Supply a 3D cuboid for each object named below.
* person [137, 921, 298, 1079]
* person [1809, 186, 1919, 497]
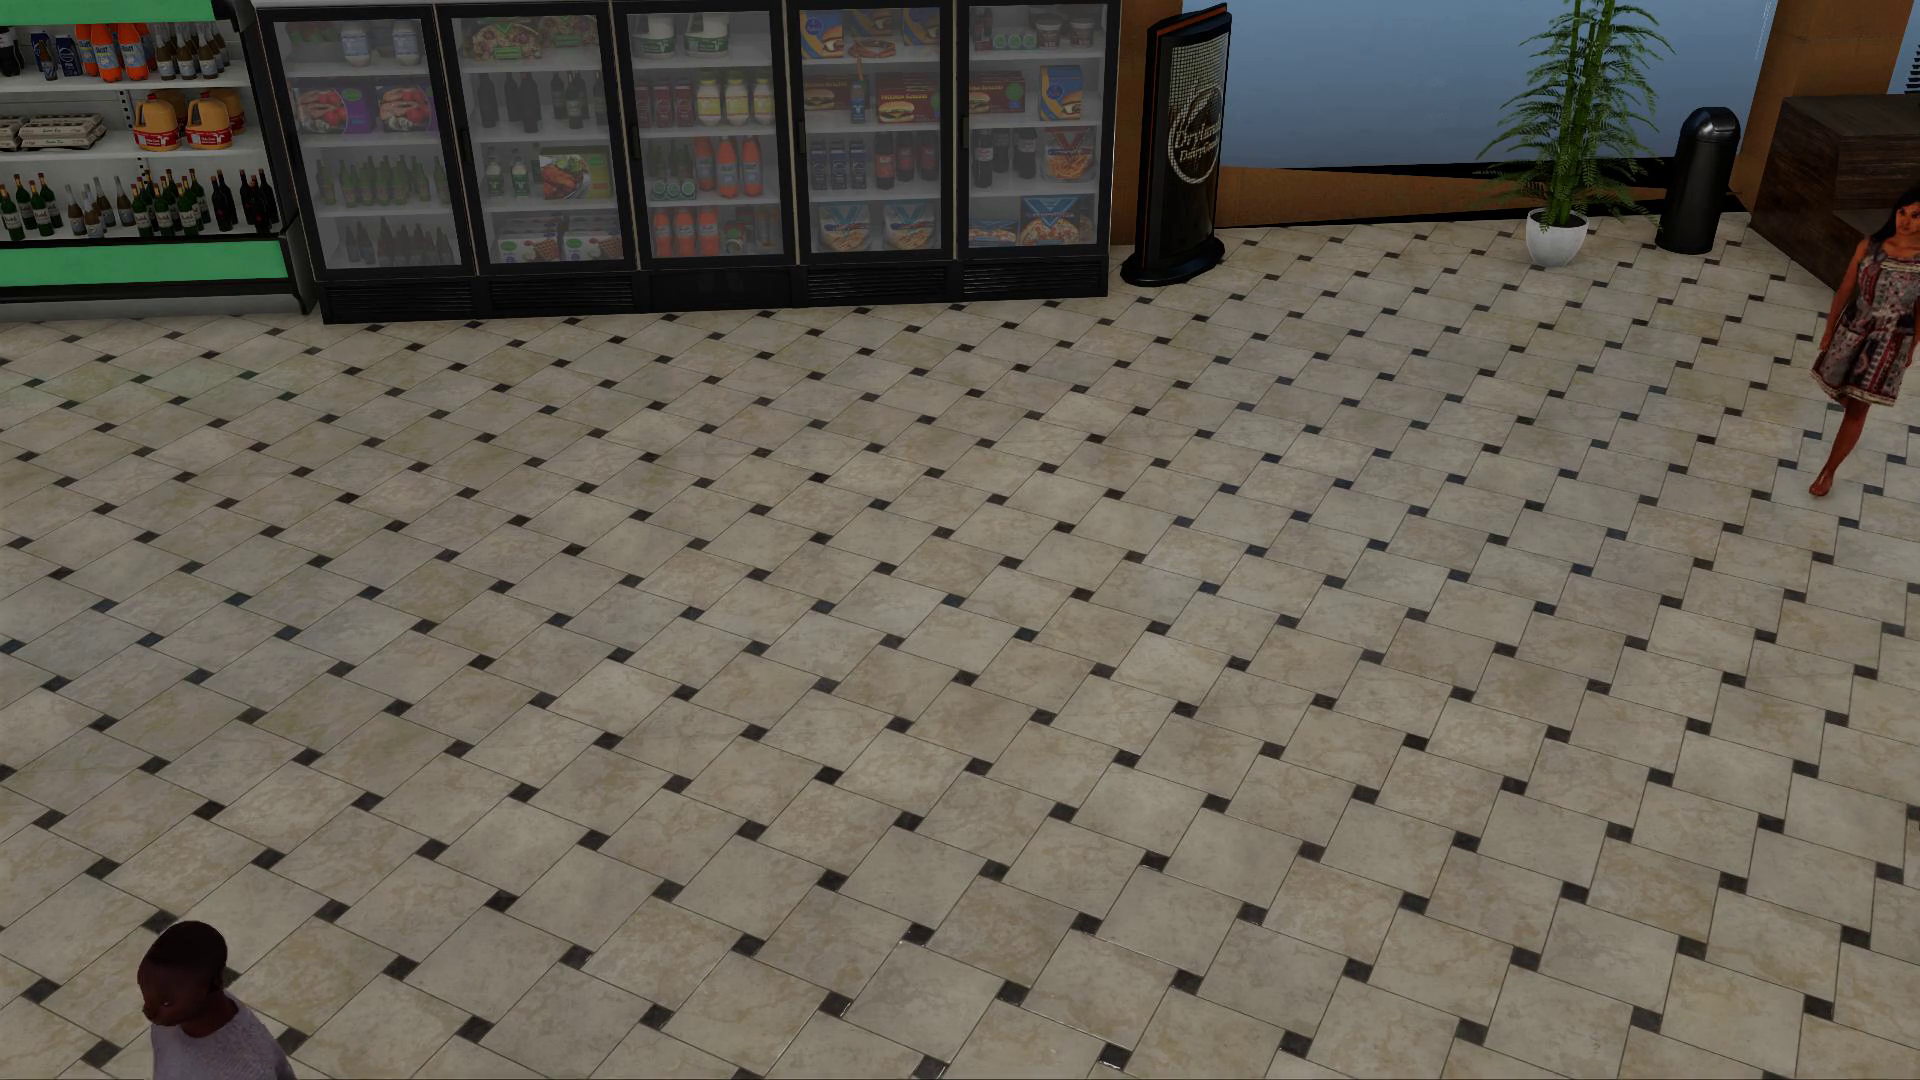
[{"bbox_3d":[-1.788,1.625,4.239,0.818,1.723,0.757,-27,41,-37],"label":"person"},{"bbox_3d":[4.769,-1.058,8.647,1.018,1.623,1.079,23,39,33],"label":"person"}]
